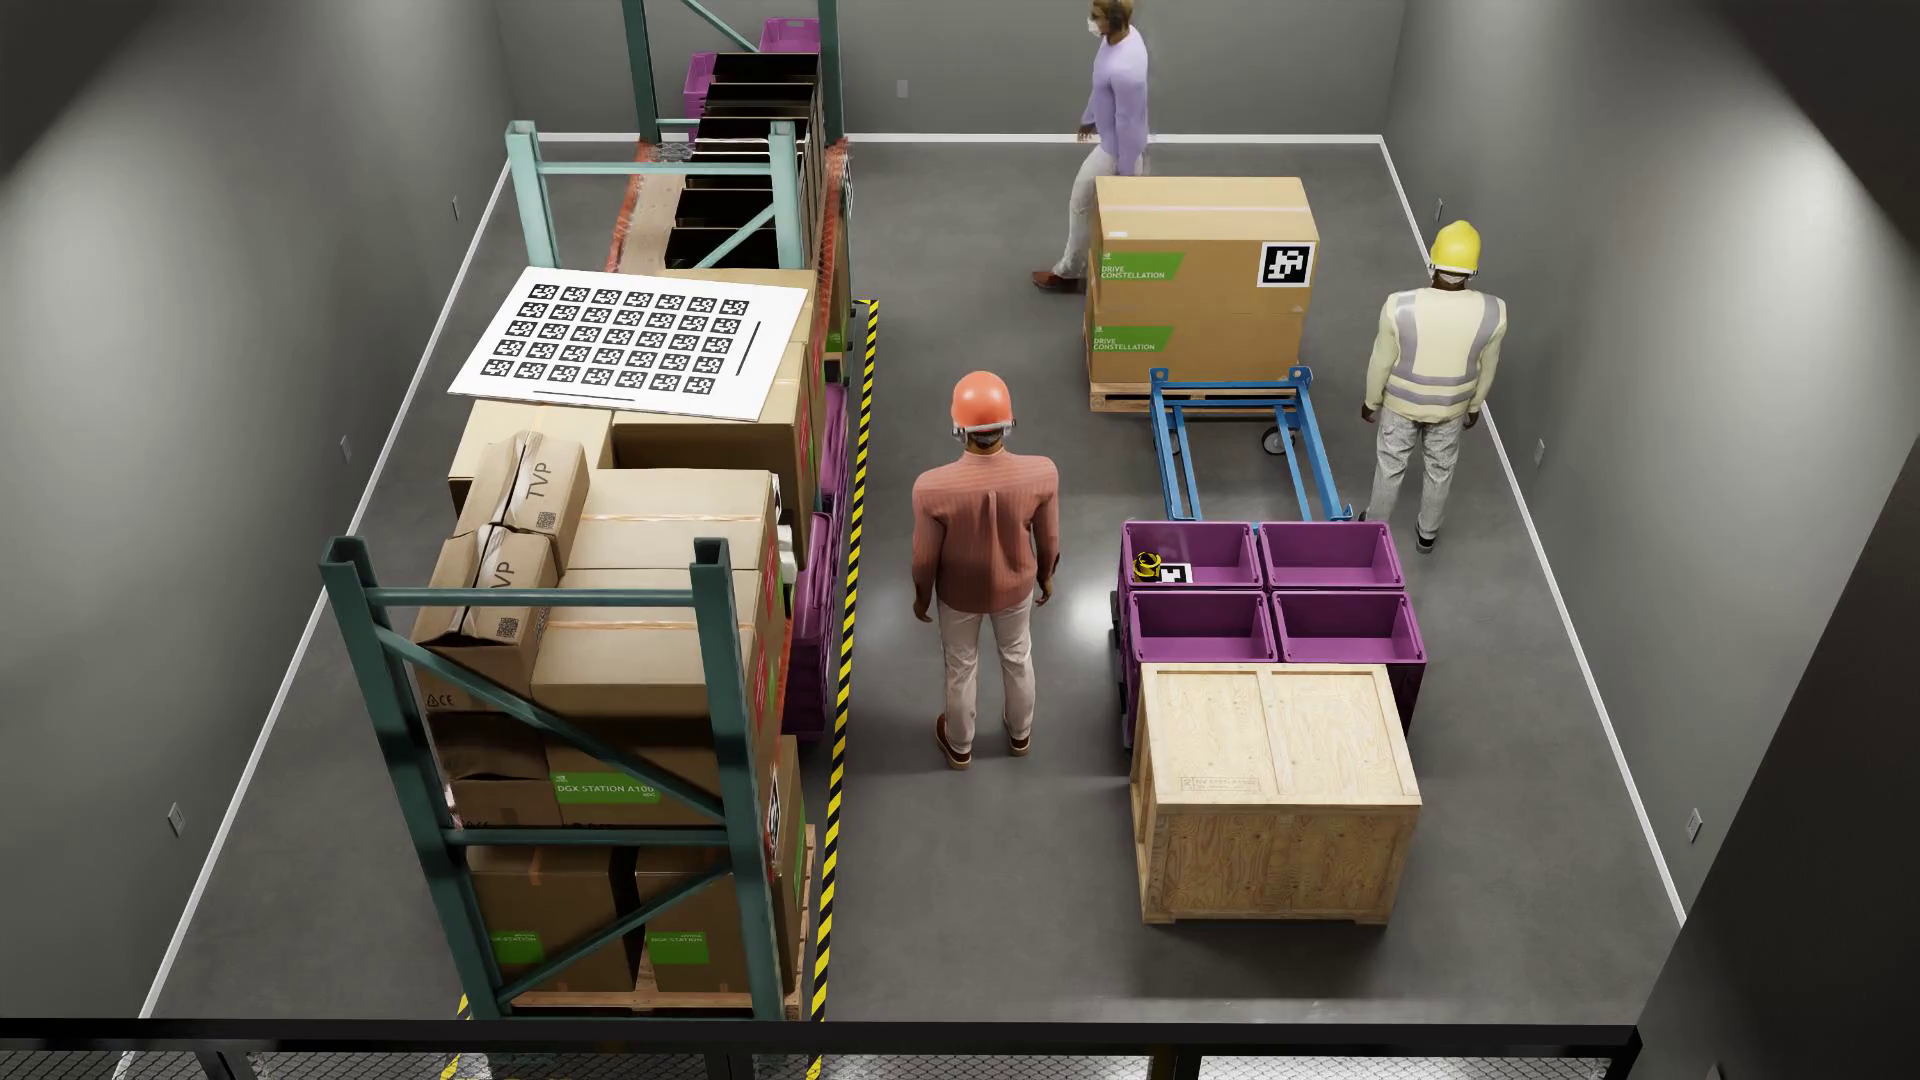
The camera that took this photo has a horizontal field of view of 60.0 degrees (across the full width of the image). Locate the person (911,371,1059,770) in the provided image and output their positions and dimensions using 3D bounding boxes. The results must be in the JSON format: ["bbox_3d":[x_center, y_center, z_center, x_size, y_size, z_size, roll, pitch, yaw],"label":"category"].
[{"bbox_3d":[0.097,0.155,6.895,0.622,1.990,0.399,-9,42,-11],"label":"person"}]

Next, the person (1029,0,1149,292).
[{"bbox_3d":[0.809,-2.344,9.815,0.908,1.898,0.647,5,41,5],"label":"person"}]

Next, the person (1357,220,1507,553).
[{"bbox_3d":[2.231,-0.700,7.990,0.591,1.834,0.404,3,41,4],"label":"person"}]
